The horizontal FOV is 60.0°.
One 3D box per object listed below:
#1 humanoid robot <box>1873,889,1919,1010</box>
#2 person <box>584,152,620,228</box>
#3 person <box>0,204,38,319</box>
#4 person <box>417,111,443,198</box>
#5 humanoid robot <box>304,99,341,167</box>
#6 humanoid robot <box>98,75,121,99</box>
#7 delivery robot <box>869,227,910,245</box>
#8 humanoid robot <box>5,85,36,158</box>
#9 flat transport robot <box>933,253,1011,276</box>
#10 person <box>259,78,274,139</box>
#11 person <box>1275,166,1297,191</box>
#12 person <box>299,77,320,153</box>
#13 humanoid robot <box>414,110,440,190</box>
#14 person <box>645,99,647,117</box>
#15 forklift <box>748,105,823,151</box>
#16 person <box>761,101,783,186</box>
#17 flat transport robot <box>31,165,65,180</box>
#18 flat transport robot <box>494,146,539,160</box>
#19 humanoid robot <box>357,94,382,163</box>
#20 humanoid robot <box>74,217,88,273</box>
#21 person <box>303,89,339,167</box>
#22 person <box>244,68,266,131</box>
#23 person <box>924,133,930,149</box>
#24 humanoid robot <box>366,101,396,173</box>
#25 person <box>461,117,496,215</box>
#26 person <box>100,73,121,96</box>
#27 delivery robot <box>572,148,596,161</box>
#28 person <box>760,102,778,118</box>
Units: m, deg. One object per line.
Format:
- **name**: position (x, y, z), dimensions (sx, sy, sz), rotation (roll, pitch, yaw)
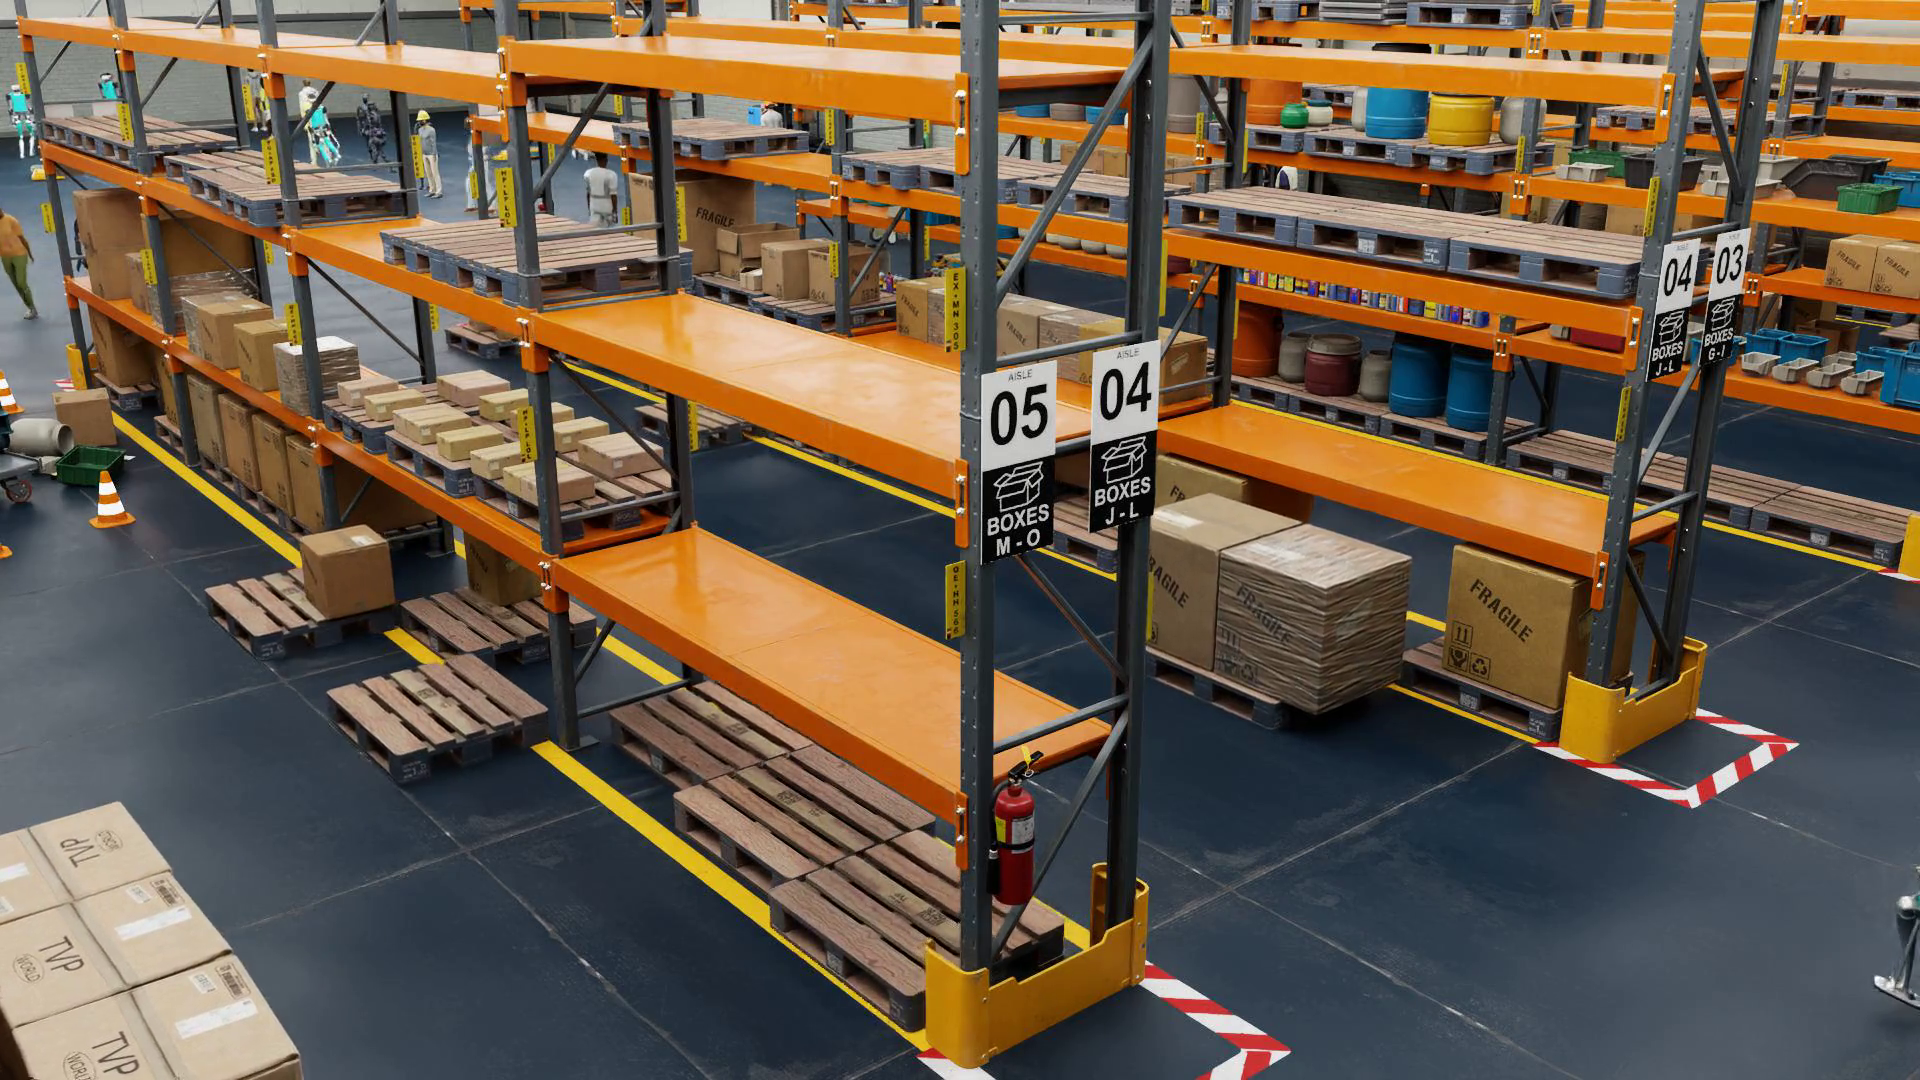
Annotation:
- **humanoid robot**: position (4.668, 1.468, 7.621), dimensions (1.030, 1.761, 0.538), rotation (7, 21, 20)
- **person**: position (-5.713, -5.283, 26.483), dimensions (0.608, 1.926, 0.976), rotation (6, 20, 17)
- **person**: position (-12.989, -3.856, 22.778), dimensions (0.483, 1.669, 0.579), rotation (1, 19, 2)
- **person**: position (-10.968, -7.944, 34.300), dimensions (0.515, 1.757, 0.333), rotation (14, 24, 34)
- **humanoid robot**: position (-14.098, -8.830, 37.021), dimensions (0.736, 1.902, 0.559), rotation (14, 24, 34)
- **humanoid robot**: position (-22.693, -11.561, 44.800), dimensions (0.553, 1.906, 0.725), rotation (1, 19, 4)
- **delivery robot**: position (-1.178, -5.454, 29.051), dimensions (0.814, 0.611, 0.499), rotation (-16, 25, -38)
- **humanoid robot**: position (-23.225, -10.381, 41.231), dimensions (0.541, 1.775, 0.663), rotation (-8, 21, -22)
- **flat transport robot**: position (0.259, -4.360, 26.344), dimensions (0.659, 0.231, 1.431), rotation (-14, 24, -34)
- **person**: position (-18.634, -11.592, 44.786), dimensions (0.395, 1.686, 0.542), rotation (-5, 20, -14)
- **person**: position (5.315, -5.487, 27.194), dimensions (0.393, 1.835, 0.558), rotation (8, 21, 22)
- **person**: position (-16.499, -10.815, 42.319), dimensions (0.490, 1.869, 1.008), rotation (-3, 20, -9)
- **humanoid robot**: position (-11.415, -8.342, 35.532), dimensions (0.315, 1.657, 0.599), rotation (10, 22, 26)
- **person**: position (-7.905, -11.131, 43.042), dimensions (0.486, 1.978, 0.407), rotation (-8, 21, -20)
- **forklift**: position (-4.526, -11.368, 42.374), dimensions (1.129, 2.768, 1.873), rotation (-15, 24, -37)
- **person**: position (-4.078, -8.632, 36.067), dimensions (0.569, 1.889, 0.389), rotation (-11, 22, -28)
- **flat transport robot**: position (-20.665, -8.340, 37.671), dimensions (0.659, 0.231, 1.431), rotation (-10, 22, -26)
- **flat transport robot**: position (-10.763, -9.543, 41.096), dimensions (0.659, 0.231, 1.431), rotation (11, 22, 28)
- **humanoid robot**: position (-14.254, -9.941, 40.185), dimensions (0.612, 1.617, 0.799), rotation (-4, 20, -11)
- **humanoid robot**: position (-11.919, -3.933, 23.007), dimensions (0.585, 1.640, 0.362), rotation (-11, 22, -28)
- **person**: position (-14.911, -9.522, 38.657), dimensions (0.522, 1.858, 0.853), rotation (2, 19, 6)
- **person**: position (-20.098, -12.609, 47.418), dimensions (0.402, 1.871, 0.494), rotation (14, 24, 35)
- **person**: position (-0.799, -7.449, 32.915), dimensions (0.481, 1.741, 0.341), rotation (11, 22, 29)
- **humanoid robot**: position (-13.426, -9.256, 38.234), dimensions (0.803, 1.616, 0.615), rotation (3, 20, 8)
- **person**: position (-9.350, -7.161, 31.931), dimensions (0.770, 1.857, 0.597), rotation (-10, 22, -27)
- **person**: position (-22.955, -11.804, 45.219), dimensions (0.812, 1.800, 0.967), rotation (15, 24, 37)
- **delivery robot**: position (-9.182, -9.604, 40.843), dimensions (0.499, 0.598, 0.789), rotation (-12, 23, -31)
- **person**: position (-4.289, -9.062, 37.478), dimensions (0.410, 1.758, 0.532), rotation (2, 19, 5)
